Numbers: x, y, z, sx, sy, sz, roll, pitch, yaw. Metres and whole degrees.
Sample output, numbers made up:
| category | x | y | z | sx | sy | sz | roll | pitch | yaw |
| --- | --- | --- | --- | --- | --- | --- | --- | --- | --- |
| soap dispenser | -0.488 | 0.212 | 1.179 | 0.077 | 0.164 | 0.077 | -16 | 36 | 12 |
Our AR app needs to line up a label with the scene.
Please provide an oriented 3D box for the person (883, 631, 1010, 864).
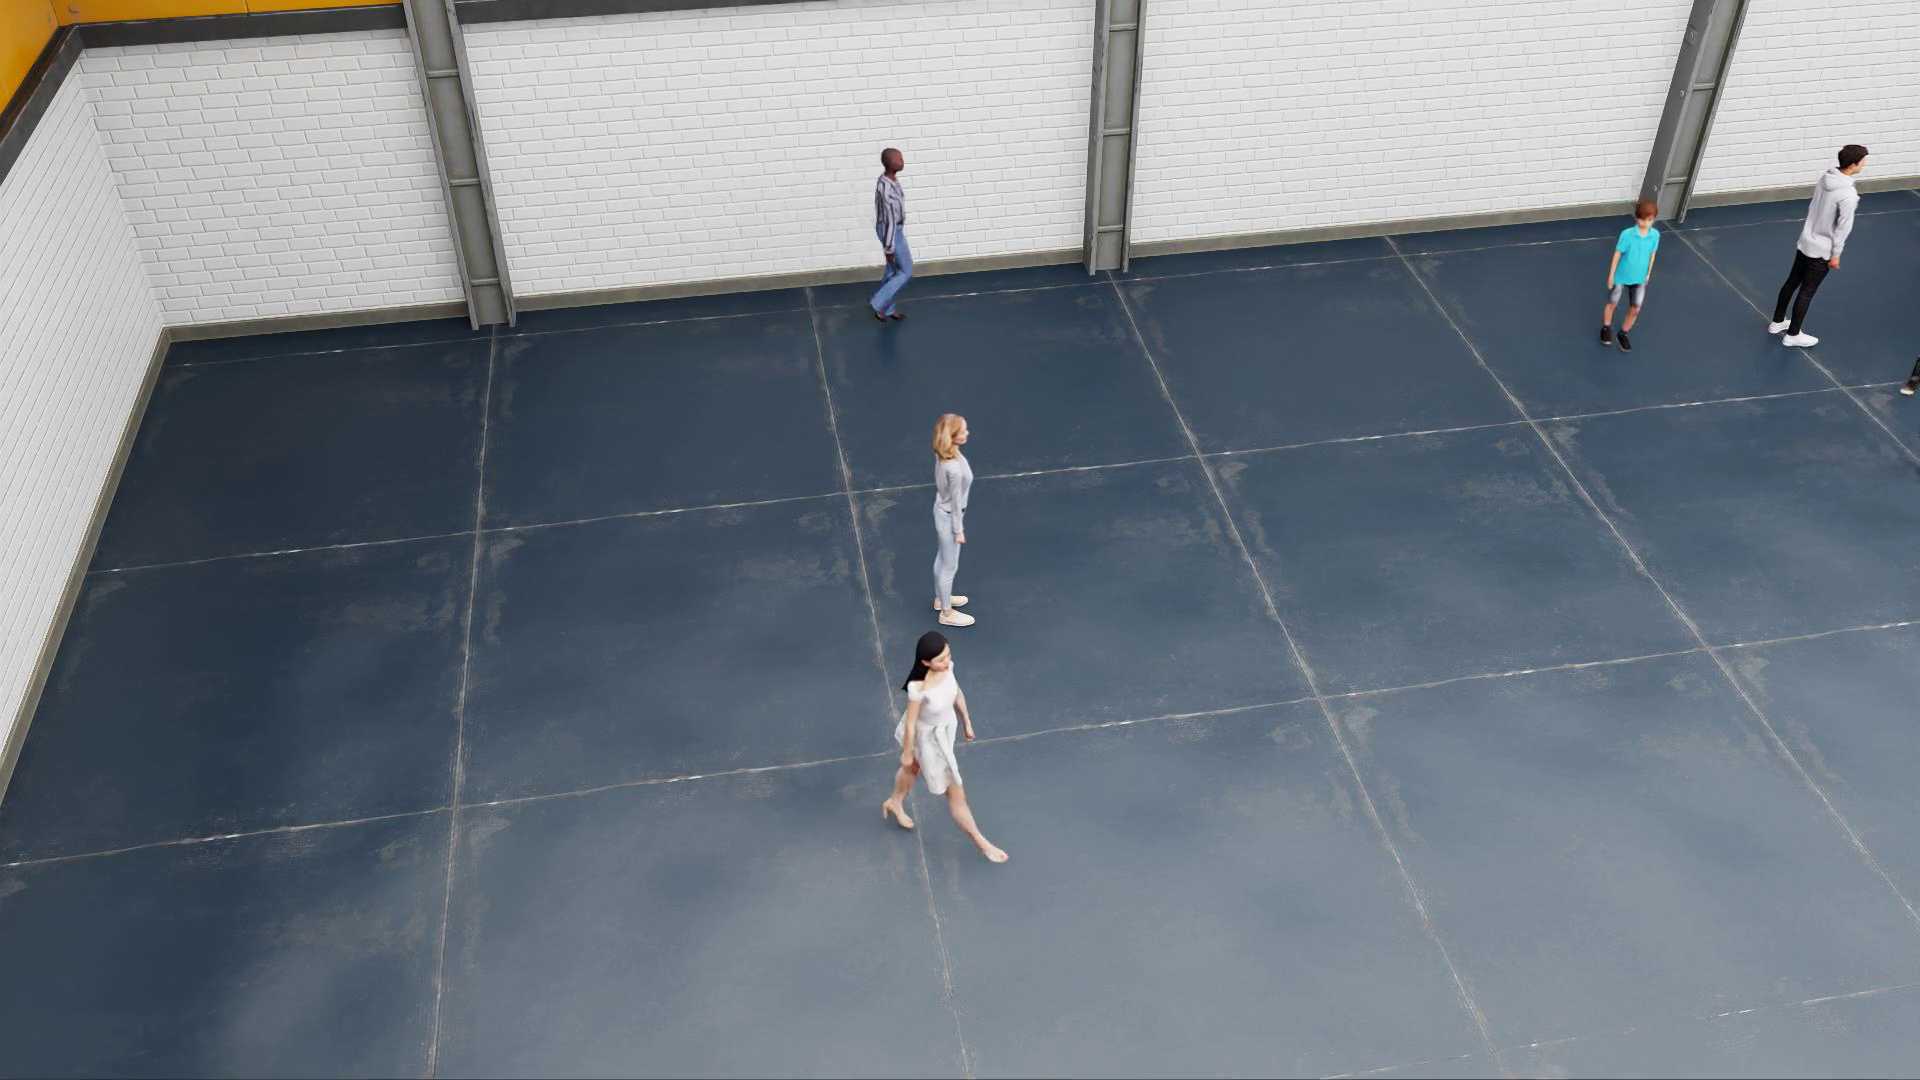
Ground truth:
| category | x | y | z | sx | sy | sz | roll | pitch | yaw |
| --- | --- | --- | --- | --- | --- | --- | --- | --- | --- |
| person | -0.253 | 1.227 | 10.331 | 1.213 | 1.729 | 1.107 | 21 | 43 | 24 |

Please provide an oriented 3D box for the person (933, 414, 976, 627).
| category | x | y | z | sx | sy | sz | roll | pitch | yaw |
| --- | --- | --- | --- | --- | --- | --- | --- | --- | --- |
| person | -0.069 | -0.157 | 12.010 | 0.492 | 1.796 | 0.586 | -5 | 39 | -6 |

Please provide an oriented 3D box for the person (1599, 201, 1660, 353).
| category | x | y | z | sx | sy | sz | roll | pitch | yaw |
| --- | --- | --- | --- | --- | --- | --- | --- | --- | --- |
| person | 6.099 | -2.462 | 15.184 | 0.626 | 1.437 | 0.678 | 3 | 39 | 4 |

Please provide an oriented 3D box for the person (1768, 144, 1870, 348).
| category | x | y | z | sx | sy | sz | roll | pitch | yaw |
| --- | --- | --- | --- | --- | --- | --- | --- | --- | --- |
| person | 7.777 | -2.685 | 15.069 | 0.569 | 1.929 | 0.663 | -5 | 39 | -6 |

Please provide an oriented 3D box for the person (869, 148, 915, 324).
| category | x | y | z | sx | sy | sz | roll | pitch | yaw |
| --- | --- | --- | --- | --- | --- | --- | --- | --- | --- |
| person | -0.721 | -2.762 | 15.281 | 0.646 | 1.784 | 0.636 | -5 | 39 | -7 |
